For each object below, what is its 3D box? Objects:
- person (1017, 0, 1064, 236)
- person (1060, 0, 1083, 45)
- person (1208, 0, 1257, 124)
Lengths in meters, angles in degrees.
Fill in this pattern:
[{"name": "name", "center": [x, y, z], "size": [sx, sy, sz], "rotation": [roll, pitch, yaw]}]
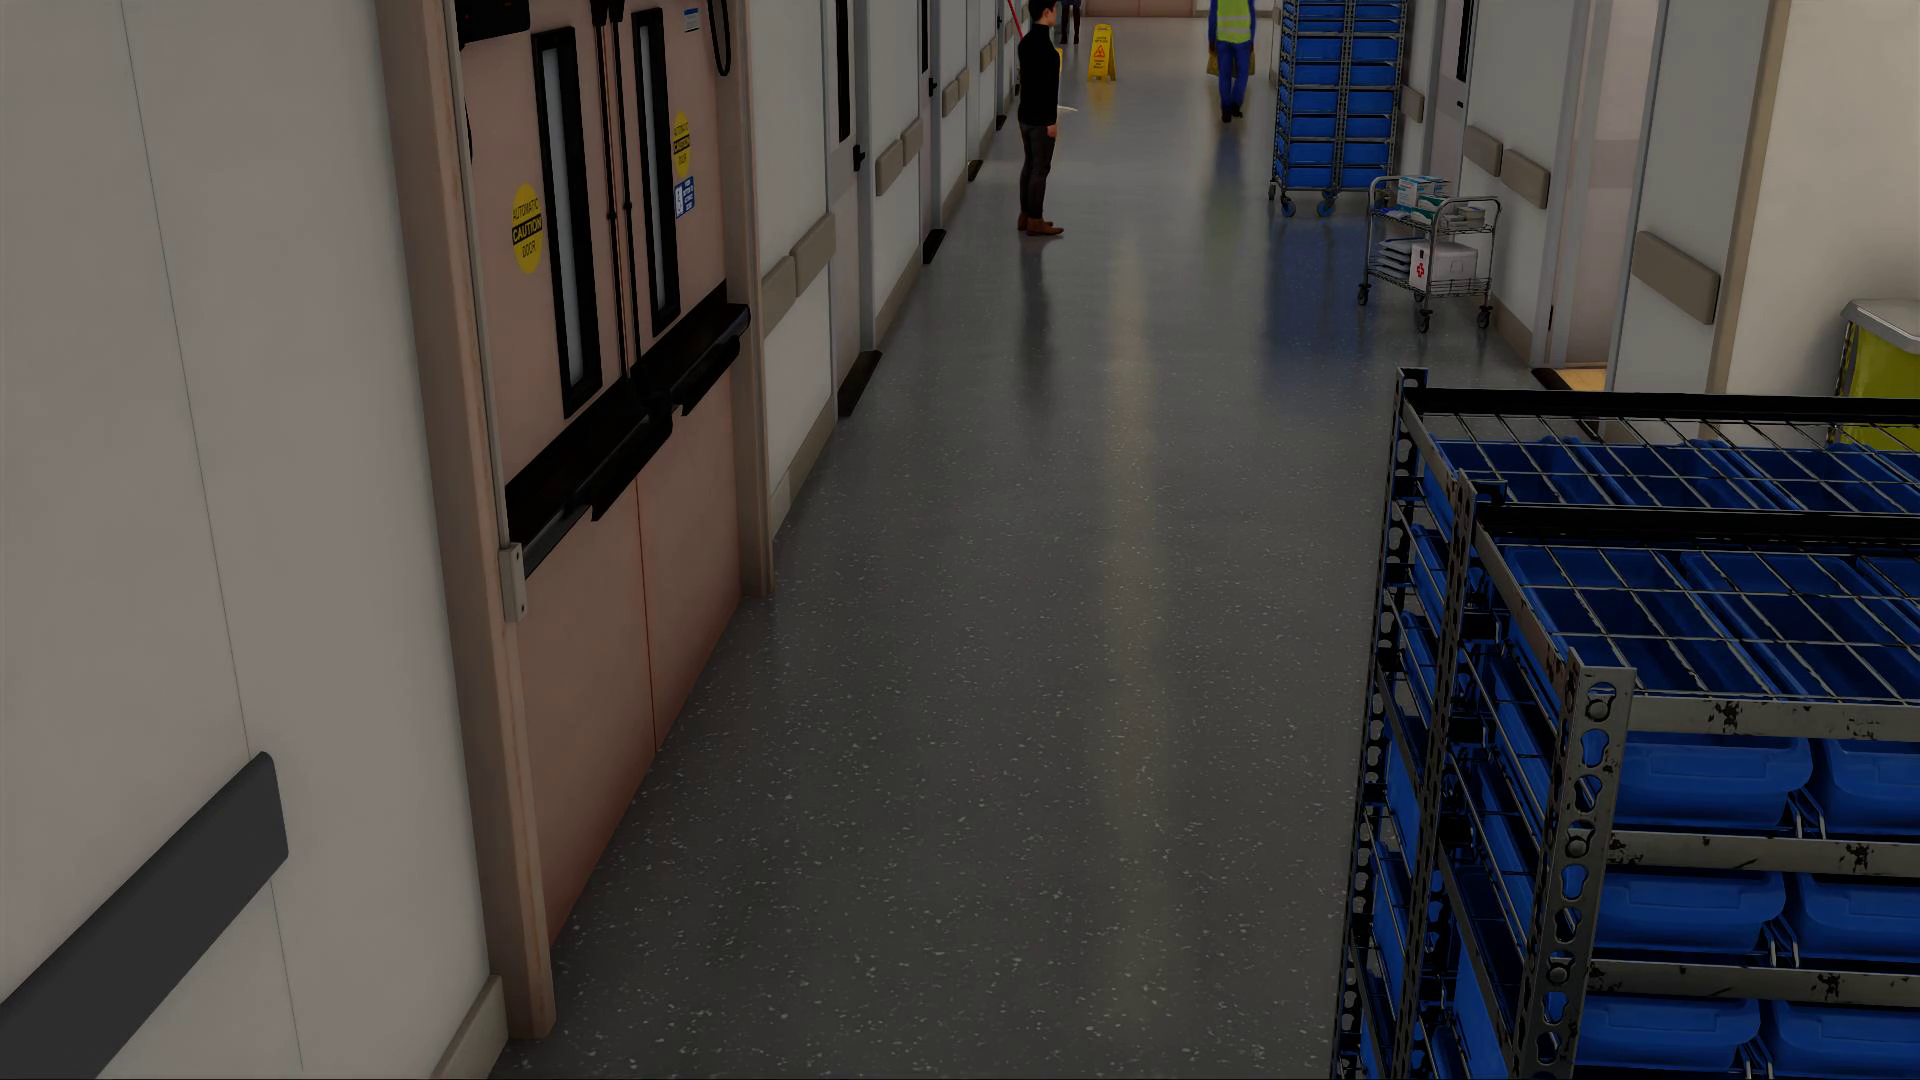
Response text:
[{"name": "person", "center": [0.567, -3.108, 12.114], "size": [0.769, 1.722, 0.603], "rotation": [-5, 21, -14]}, {"name": "person", "center": [1.987, -9.723, 29.593], "size": [0.633, 1.712, 0.582], "rotation": [6, 22, 15]}, {"name": "person", "center": [3.025, -5.564, 18.480], "size": [0.709, 1.805, 0.669], "rotation": [4, 21, 11]}]
